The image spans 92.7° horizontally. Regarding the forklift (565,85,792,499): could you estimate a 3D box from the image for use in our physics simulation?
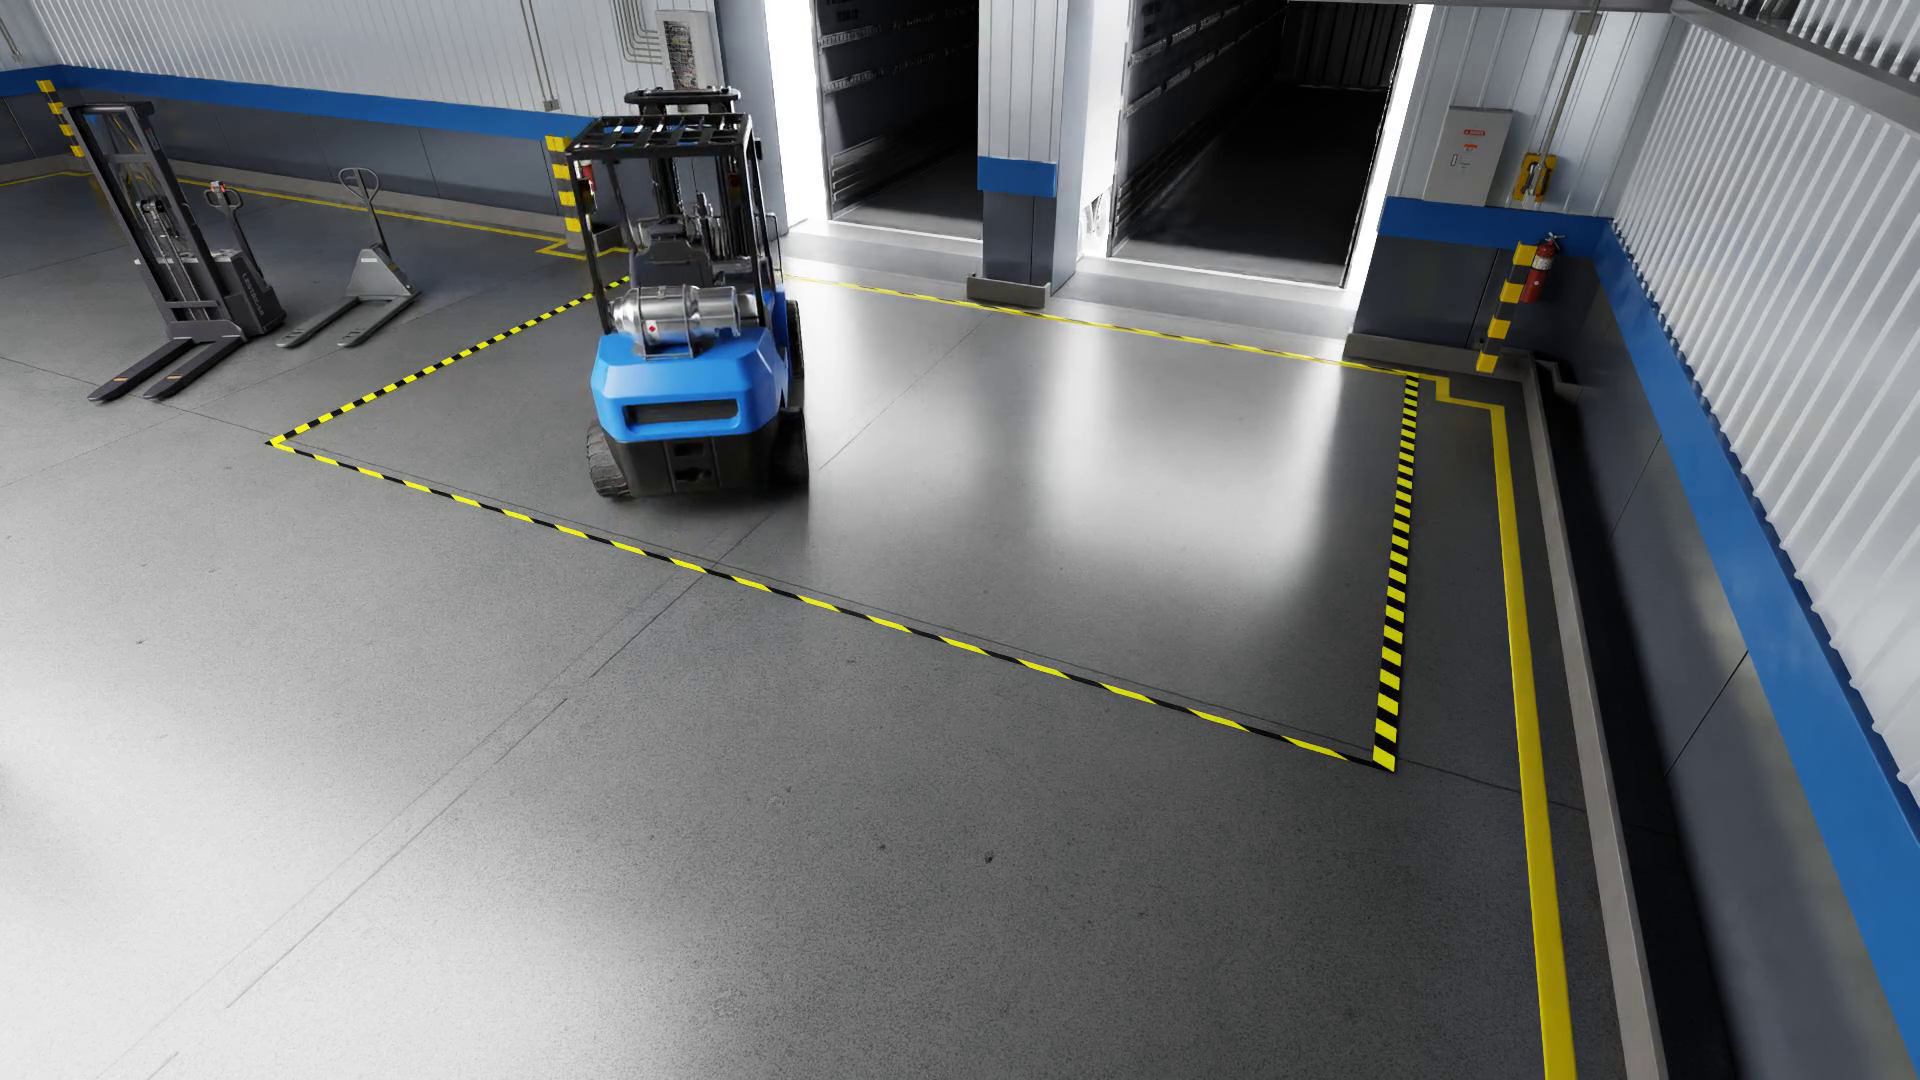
[{"bbox_3d":[-1.839,-1.814,6.304,1.157,2.036,2.680,-5,35,-7],"label":"forklift"}]

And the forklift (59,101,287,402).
[{"bbox_3d":[-6.686,-2.387,7.434,0.823,1.965,1.885,-3,35,-5],"label":"forklift"}]

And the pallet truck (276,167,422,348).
[{"bbox_3d":[-5.732,-2.611,8.414,0.680,1.201,1.601,-1,35,-1],"label":"pallet truck"}]
